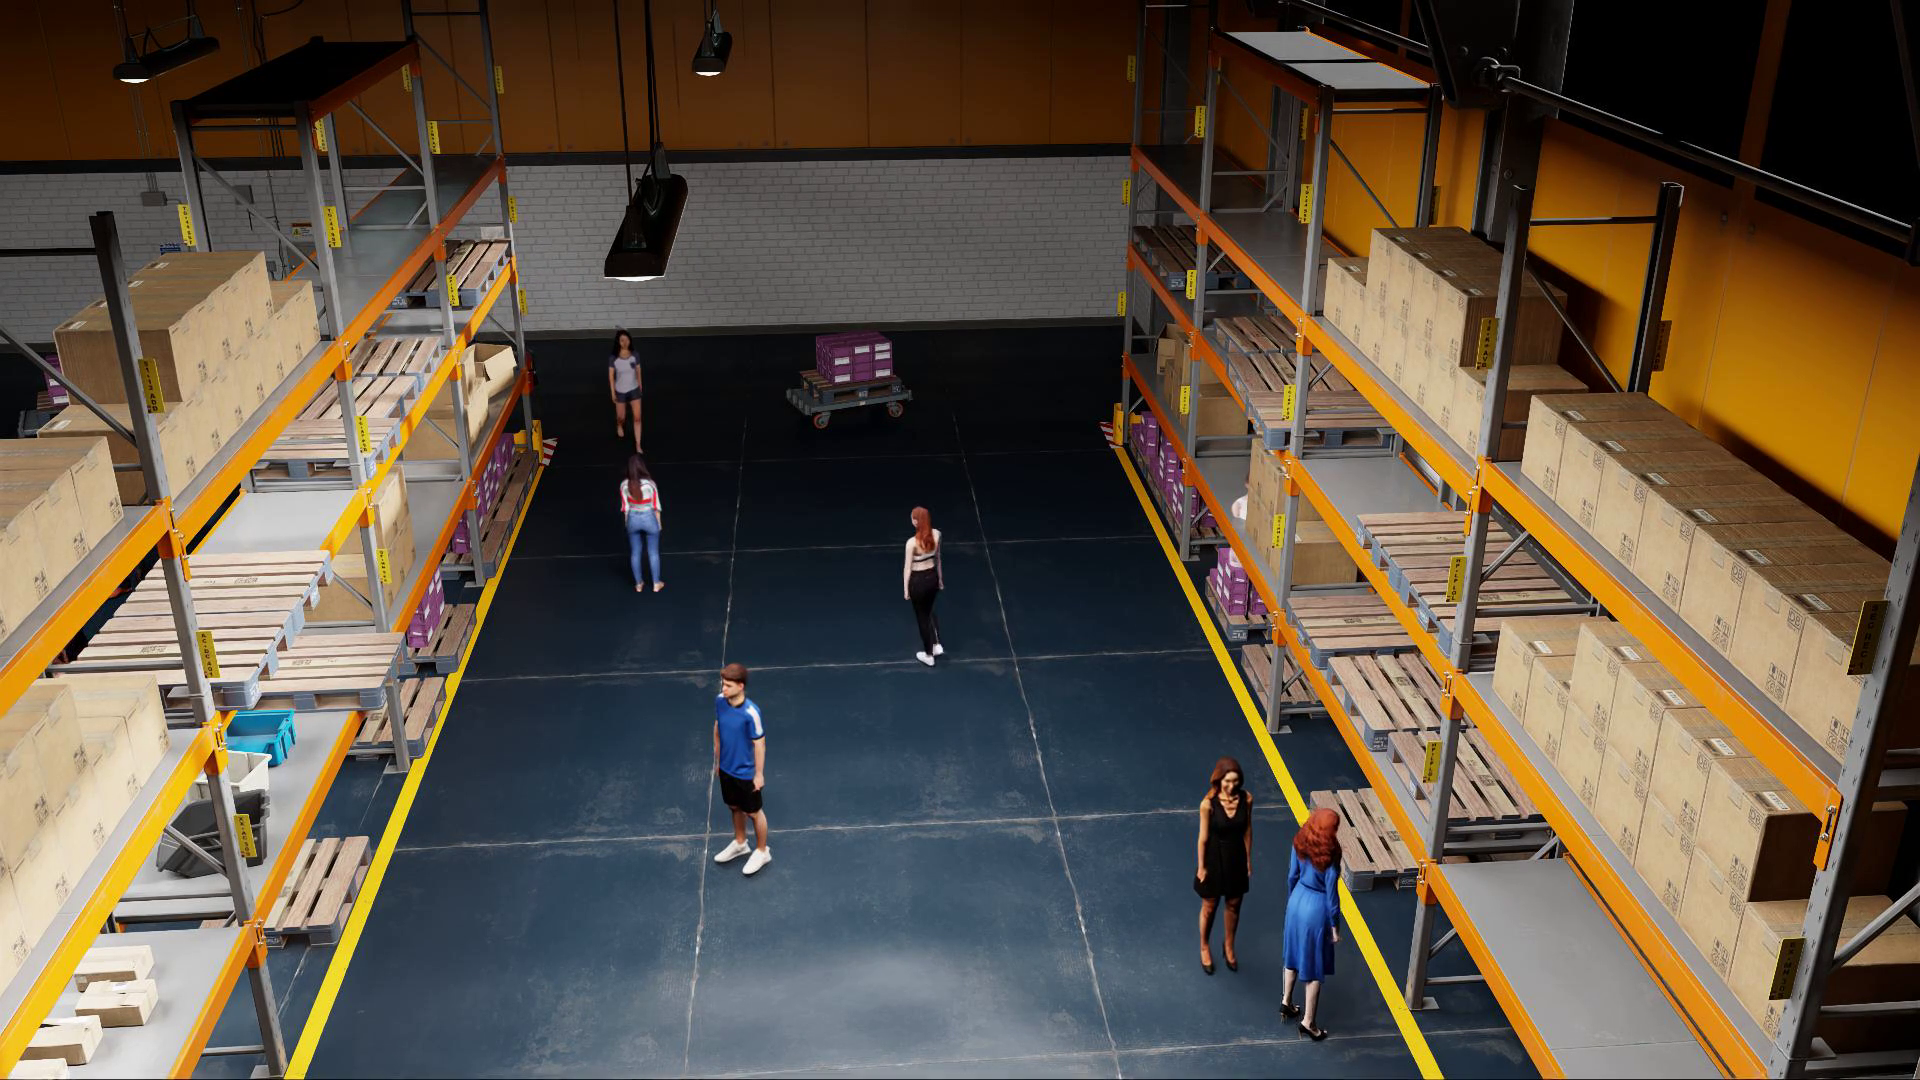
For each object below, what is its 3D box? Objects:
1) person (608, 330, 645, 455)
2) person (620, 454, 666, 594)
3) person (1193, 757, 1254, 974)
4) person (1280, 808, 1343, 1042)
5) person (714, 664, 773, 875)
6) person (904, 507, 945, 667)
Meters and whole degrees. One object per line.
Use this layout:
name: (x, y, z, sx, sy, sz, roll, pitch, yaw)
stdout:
person: (-4.535, -2.043, 22.582, 0.790, 1.684, 1.064, -9, 25, -21)
person: (-3.529, -0.189, 18.428, 0.612, 1.613, 0.531, 0, 24, 1)
person: (1.934, 2.394, 12.245, 0.614, 1.832, 0.580, -6, 24, -14)
person: (2.445, 2.660, 11.647, 0.764, 1.824, 0.645, -16, 28, -32)
person: (-1.768, 1.829, 13.498, 0.746, 1.865, 0.794, 16, 28, 33)
person: (-0.297, 0.495, 16.715, 0.751, 1.732, 0.800, -17, 29, -33)
